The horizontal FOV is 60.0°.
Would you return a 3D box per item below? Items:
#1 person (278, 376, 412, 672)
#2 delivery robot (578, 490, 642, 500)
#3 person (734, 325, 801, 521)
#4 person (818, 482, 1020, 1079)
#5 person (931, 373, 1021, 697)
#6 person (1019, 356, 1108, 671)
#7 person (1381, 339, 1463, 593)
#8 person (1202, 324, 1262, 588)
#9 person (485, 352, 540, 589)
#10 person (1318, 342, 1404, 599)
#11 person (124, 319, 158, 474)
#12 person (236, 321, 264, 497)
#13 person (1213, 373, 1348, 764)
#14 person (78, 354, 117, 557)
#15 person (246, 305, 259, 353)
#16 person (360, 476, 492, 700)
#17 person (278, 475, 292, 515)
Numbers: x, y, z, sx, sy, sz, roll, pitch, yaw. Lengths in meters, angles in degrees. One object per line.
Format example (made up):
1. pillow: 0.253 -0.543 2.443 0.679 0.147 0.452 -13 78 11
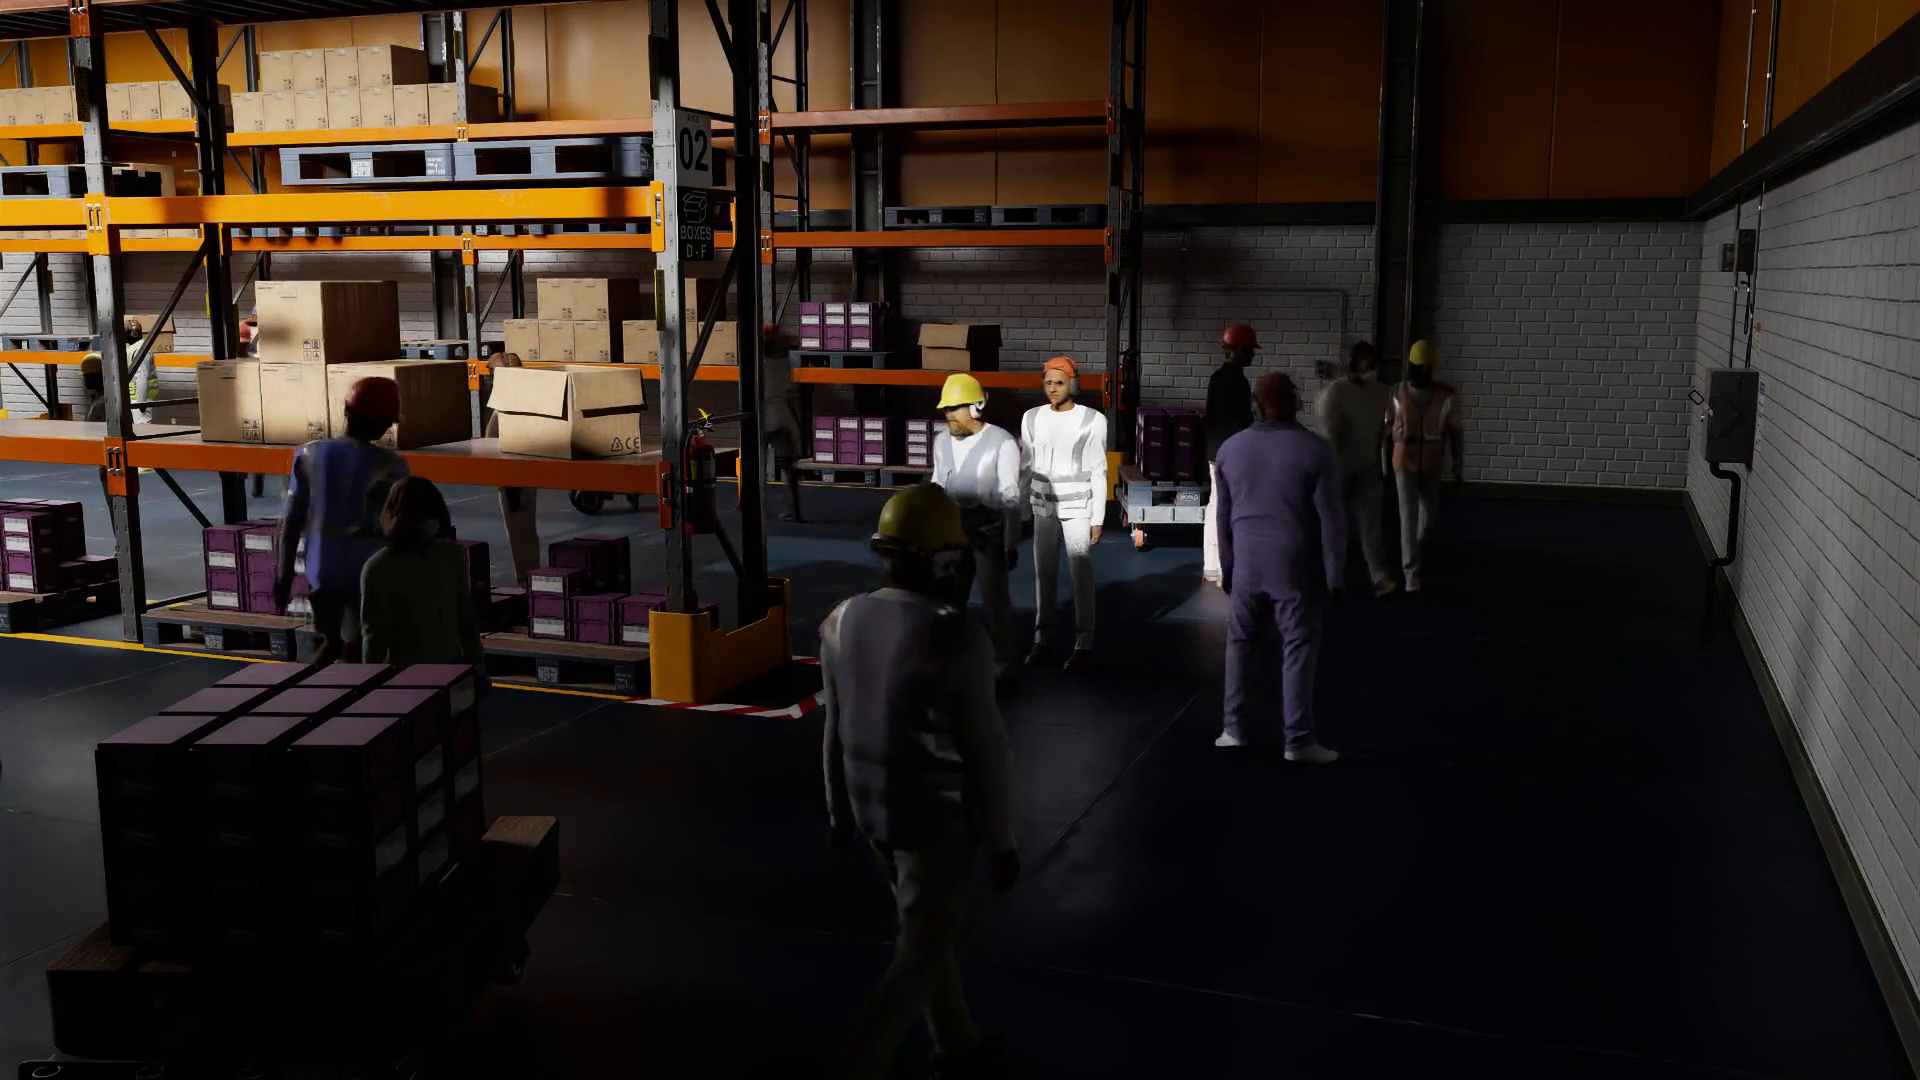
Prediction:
1. person: -2.910 0.167 7.915 0.654 1.881 0.415 1 9 5
2. delivery robot: -3.501 -0.605 16.612 0.707 0.478 0.477 -3 10 -19
3. person: -1.842 -1.125 16.039 0.556 1.873 1.010 -8 12 -41
4. person: -0.143 0.740 4.559 0.600 1.802 0.865 9 12 43
5. person: 0.073 -0.026 9.328 0.616 1.816 0.432 8 12 40
6. person: 0.615 -0.160 9.982 0.579 1.878 0.346 5 10 30
7. person: 3.498 -0.592 12.658 0.600 1.896 0.884 1 9 9
8. person: 2.065 -0.639 12.619 0.393 1.990 0.616 -2 9 -12
9. person: -3.091 -0.384 11.529 0.428 1.836 0.626 -1 9 -9
10. person: 2.886 -0.515 12.224 0.650 1.871 1.091 -4 10 -23
11. person: -9.787 -1.703 19.818 0.429 1.837 0.624 -5 11 -31
12. person: -7.386 -1.314 17.189 0.546 1.905 0.873 -3 10 -19
13. person: 1.560 0.144 8.083 0.714 1.890 0.415 7 11 36
14. person: -6.833 -0.621 13.314 0.309 1.735 0.484 -4 10 -23
15. person: -8.495 -1.906 20.427 0.674 2.000 0.535 3 9 17
16. person: -2.119 0.538 6.451 0.730 1.606 0.501 4 10 23
17. person: -6.193 -1.036 15.622 0.765 1.845 0.533 -1 9 -4
